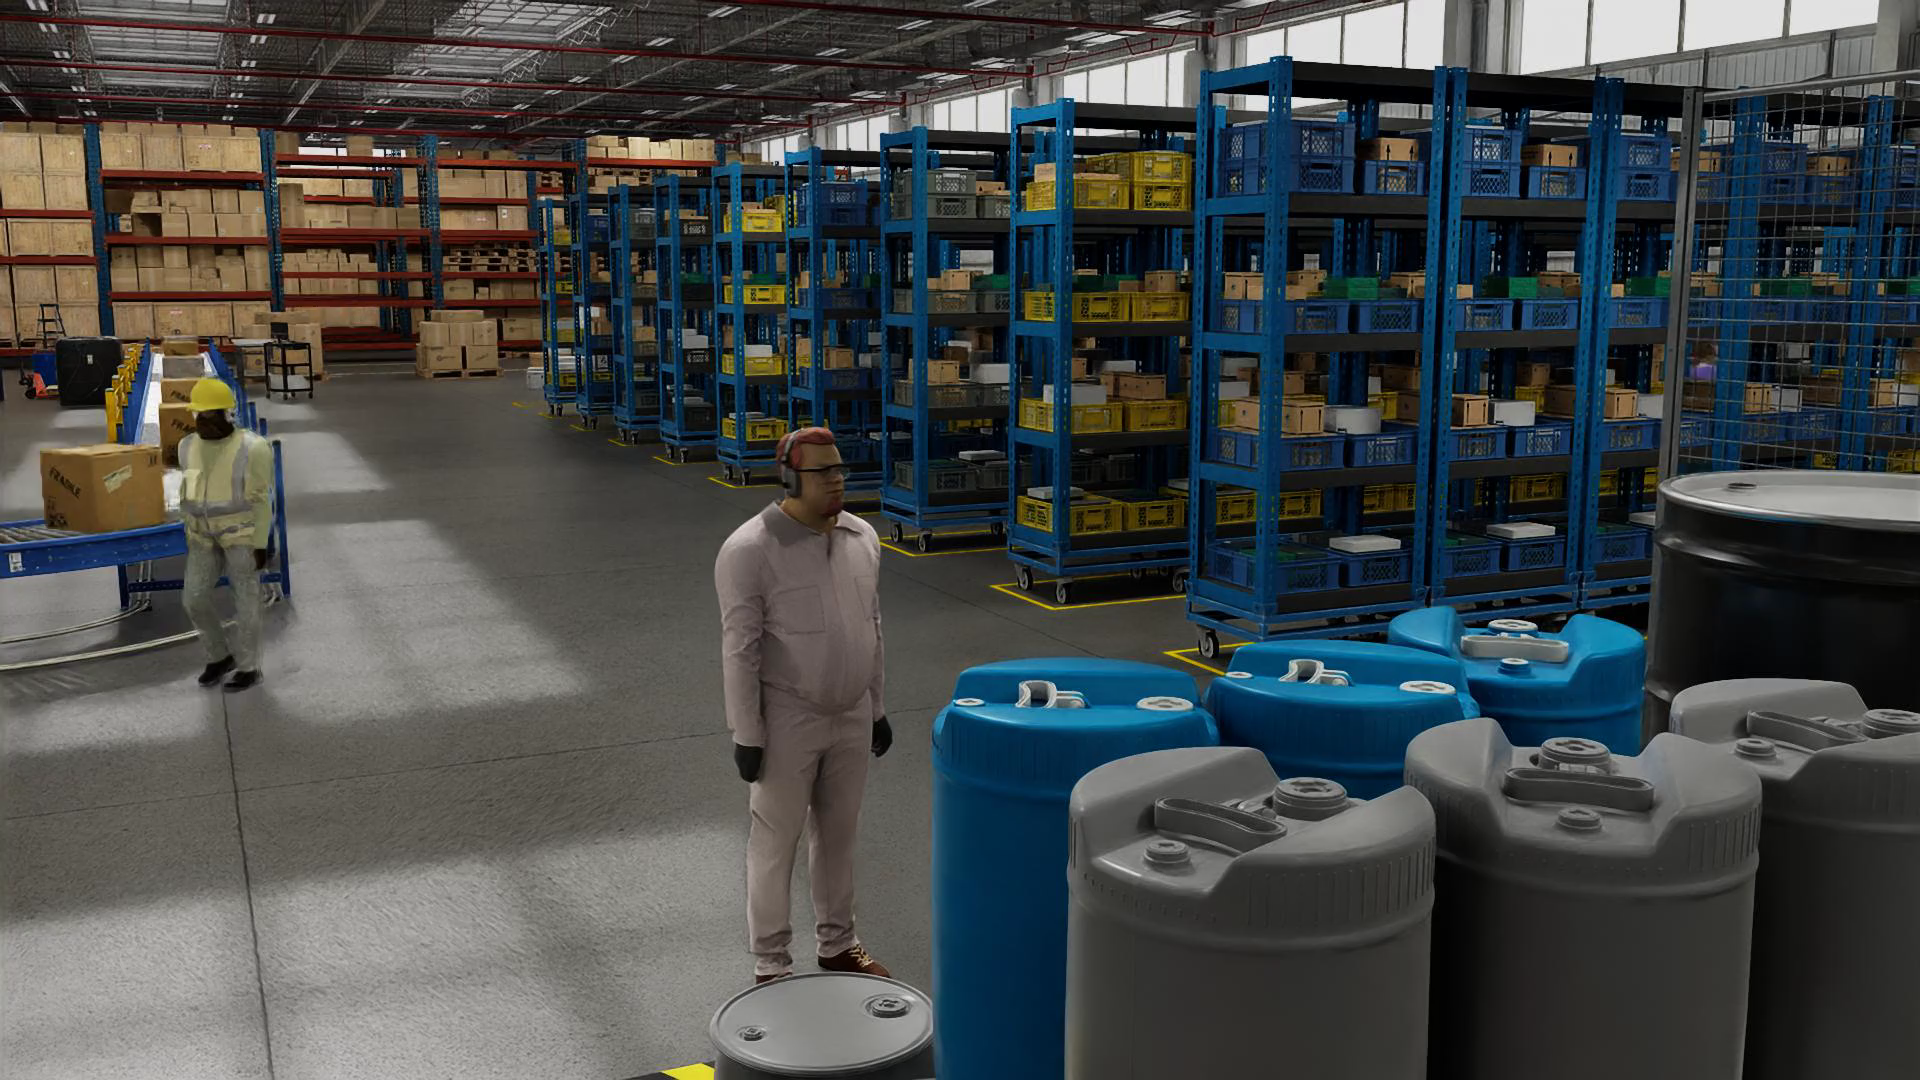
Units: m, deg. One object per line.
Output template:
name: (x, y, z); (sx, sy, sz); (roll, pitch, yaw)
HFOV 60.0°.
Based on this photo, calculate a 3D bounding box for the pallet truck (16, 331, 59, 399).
pallet truck: (-17.082, -3.353, 31.781); (1.630, 1.274, 0.653); (-4, 10, -25)

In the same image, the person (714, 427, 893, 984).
person: (-0.478, 0.582, 5.478); (0.645, 1.913, 0.409); (-9, 13, -44)

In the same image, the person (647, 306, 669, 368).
person: (-7.609, -5.296, 41.829); (0.611, 1.955, 0.992); (6, 11, 34)

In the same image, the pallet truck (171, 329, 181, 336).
pallet truck: (-17.275, -3.851, 35.096); (1.601, 1.201, 0.680); (0, 9, 1)

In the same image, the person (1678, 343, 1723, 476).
person: (6.819, -0.945, 15.288); (0.406, 1.808, 0.722); (-3, 10, -18)

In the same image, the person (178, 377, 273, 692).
person: (-4.205, -0.020, 9.516); (0.594, 1.817, 0.431); (1, 9, 7)
